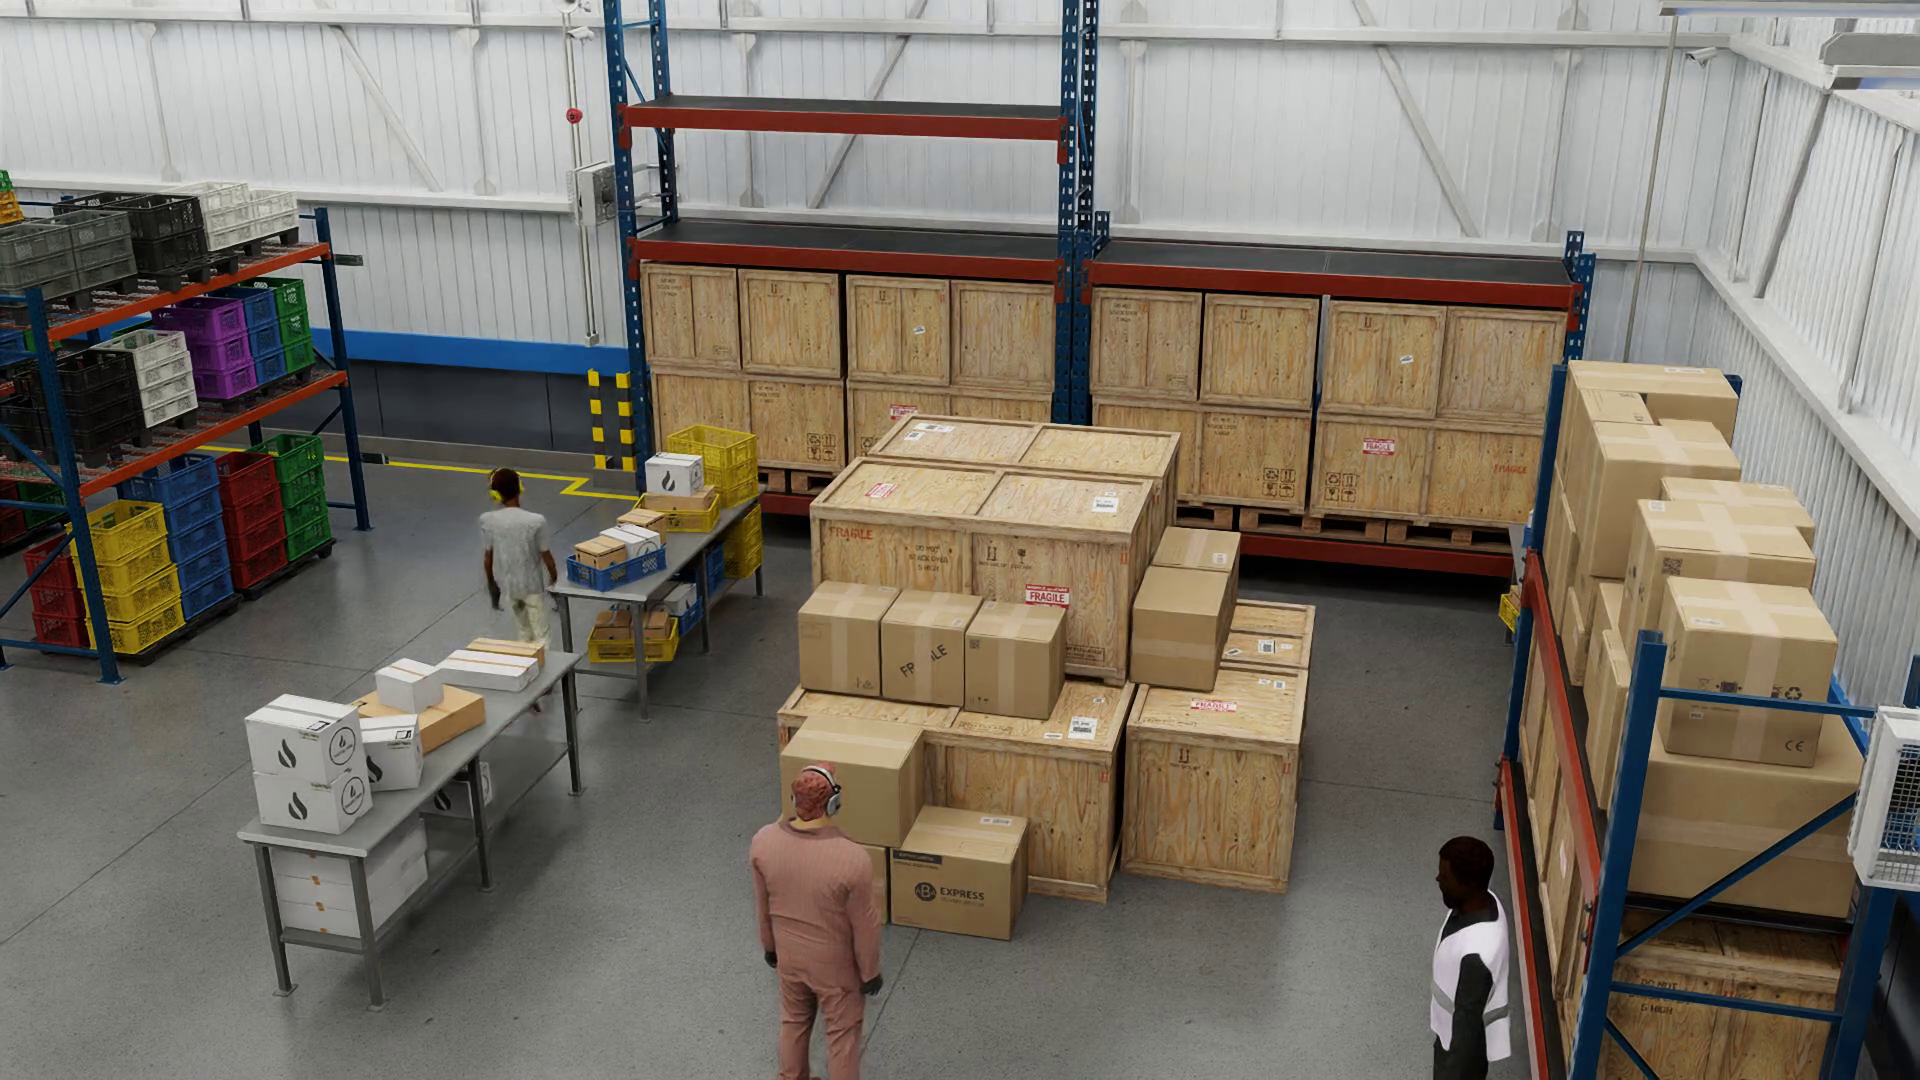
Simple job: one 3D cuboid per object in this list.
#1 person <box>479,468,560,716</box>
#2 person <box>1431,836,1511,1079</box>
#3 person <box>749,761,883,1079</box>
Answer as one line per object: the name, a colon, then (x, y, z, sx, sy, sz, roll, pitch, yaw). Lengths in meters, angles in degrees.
person: (-3.116, 0.359, 11.895, 0.560, 1.835, 0.730, 2, 21, 4)
person: (2.155, 2.135, 7.151, 0.405, 1.907, 0.602, 6, 22, 14)
person: (-0.645, 1.909, 7.759, 0.648, 1.900, 0.400, 11, 24, 27)
